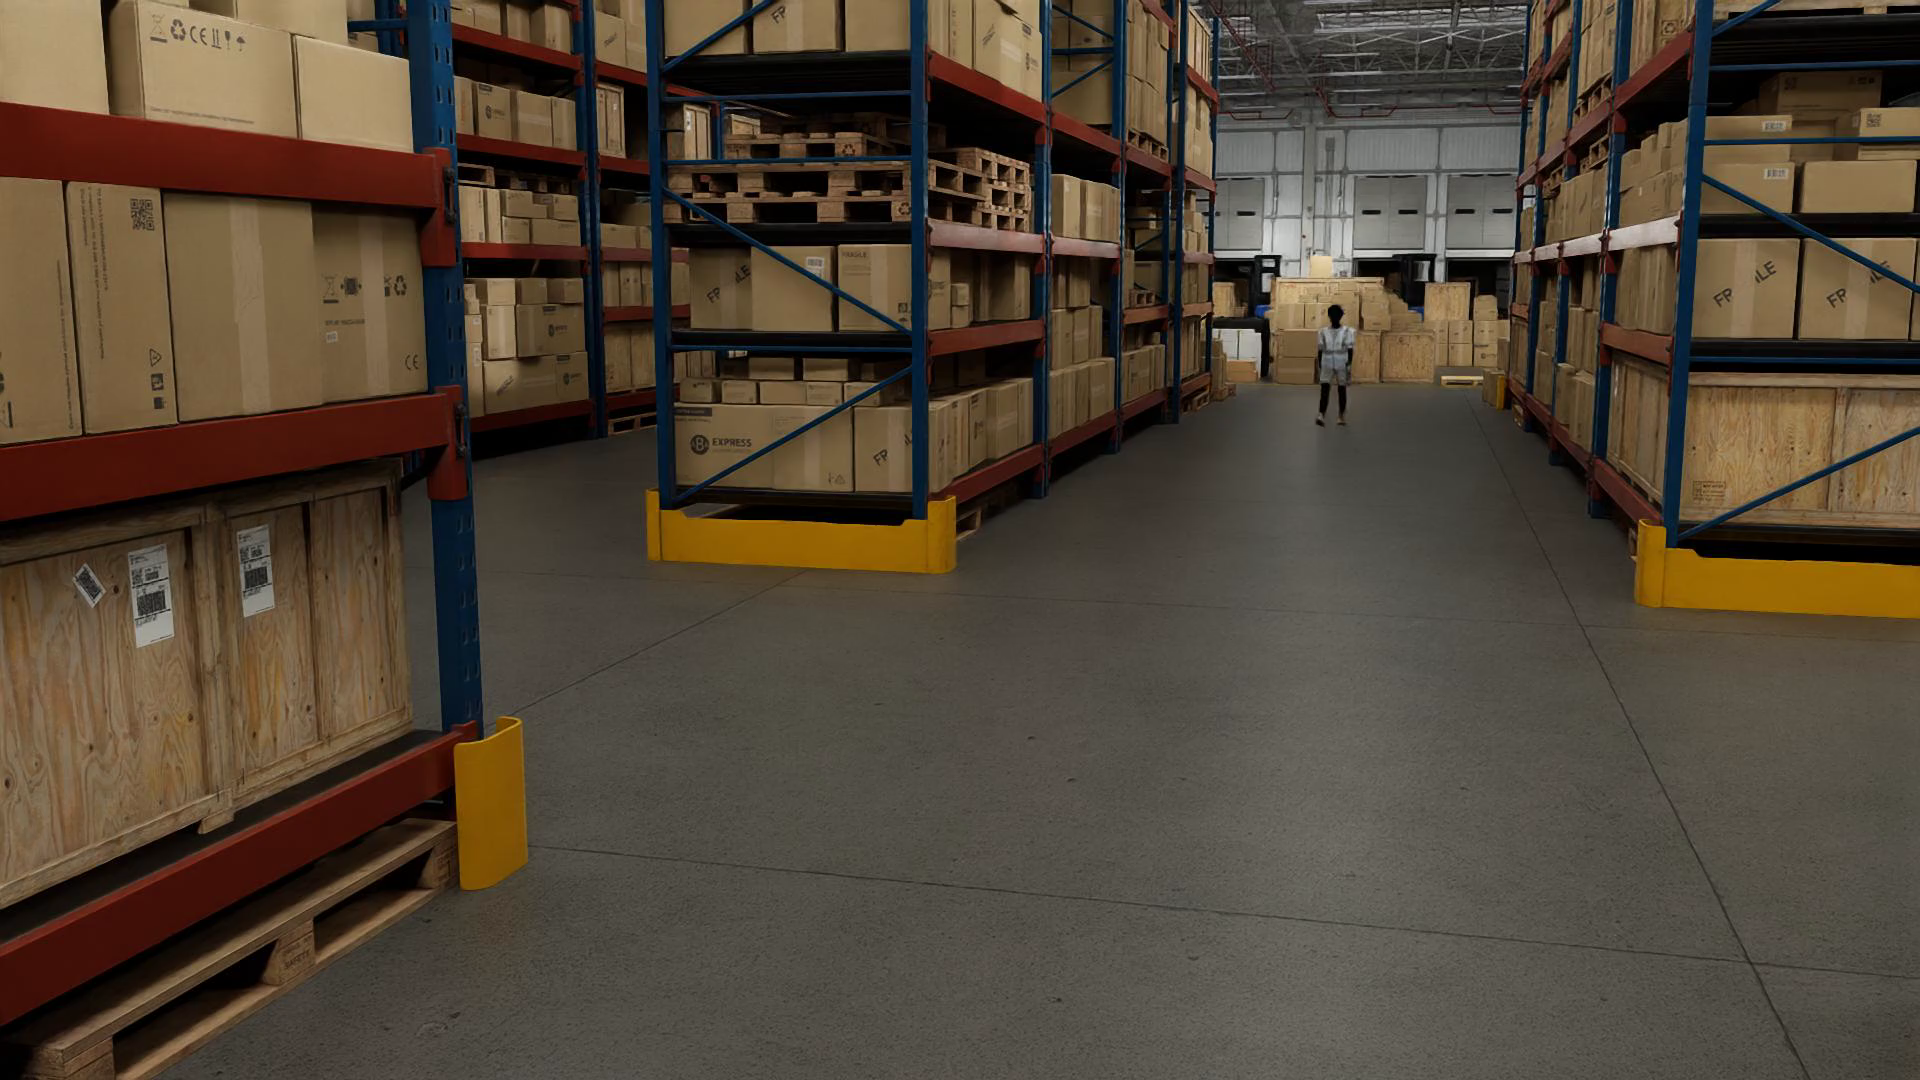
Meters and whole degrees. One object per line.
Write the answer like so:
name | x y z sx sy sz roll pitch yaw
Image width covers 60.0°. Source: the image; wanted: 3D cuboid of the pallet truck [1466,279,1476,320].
pallet truck | 18.896 -8.459 60.307 1.885 1.965 0.823 5 10 31

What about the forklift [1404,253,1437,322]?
forklift | 14.951 -7.917 54.071 1.129 2.768 1.873 -2 9 -11

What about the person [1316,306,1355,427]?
person | 5.117 -2.371 22.715 0.533 1.644 0.875 4 10 23

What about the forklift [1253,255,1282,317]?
forklift | 10.632 -8.462 57.531 1.129 2.768 1.873 -4 10 -24
